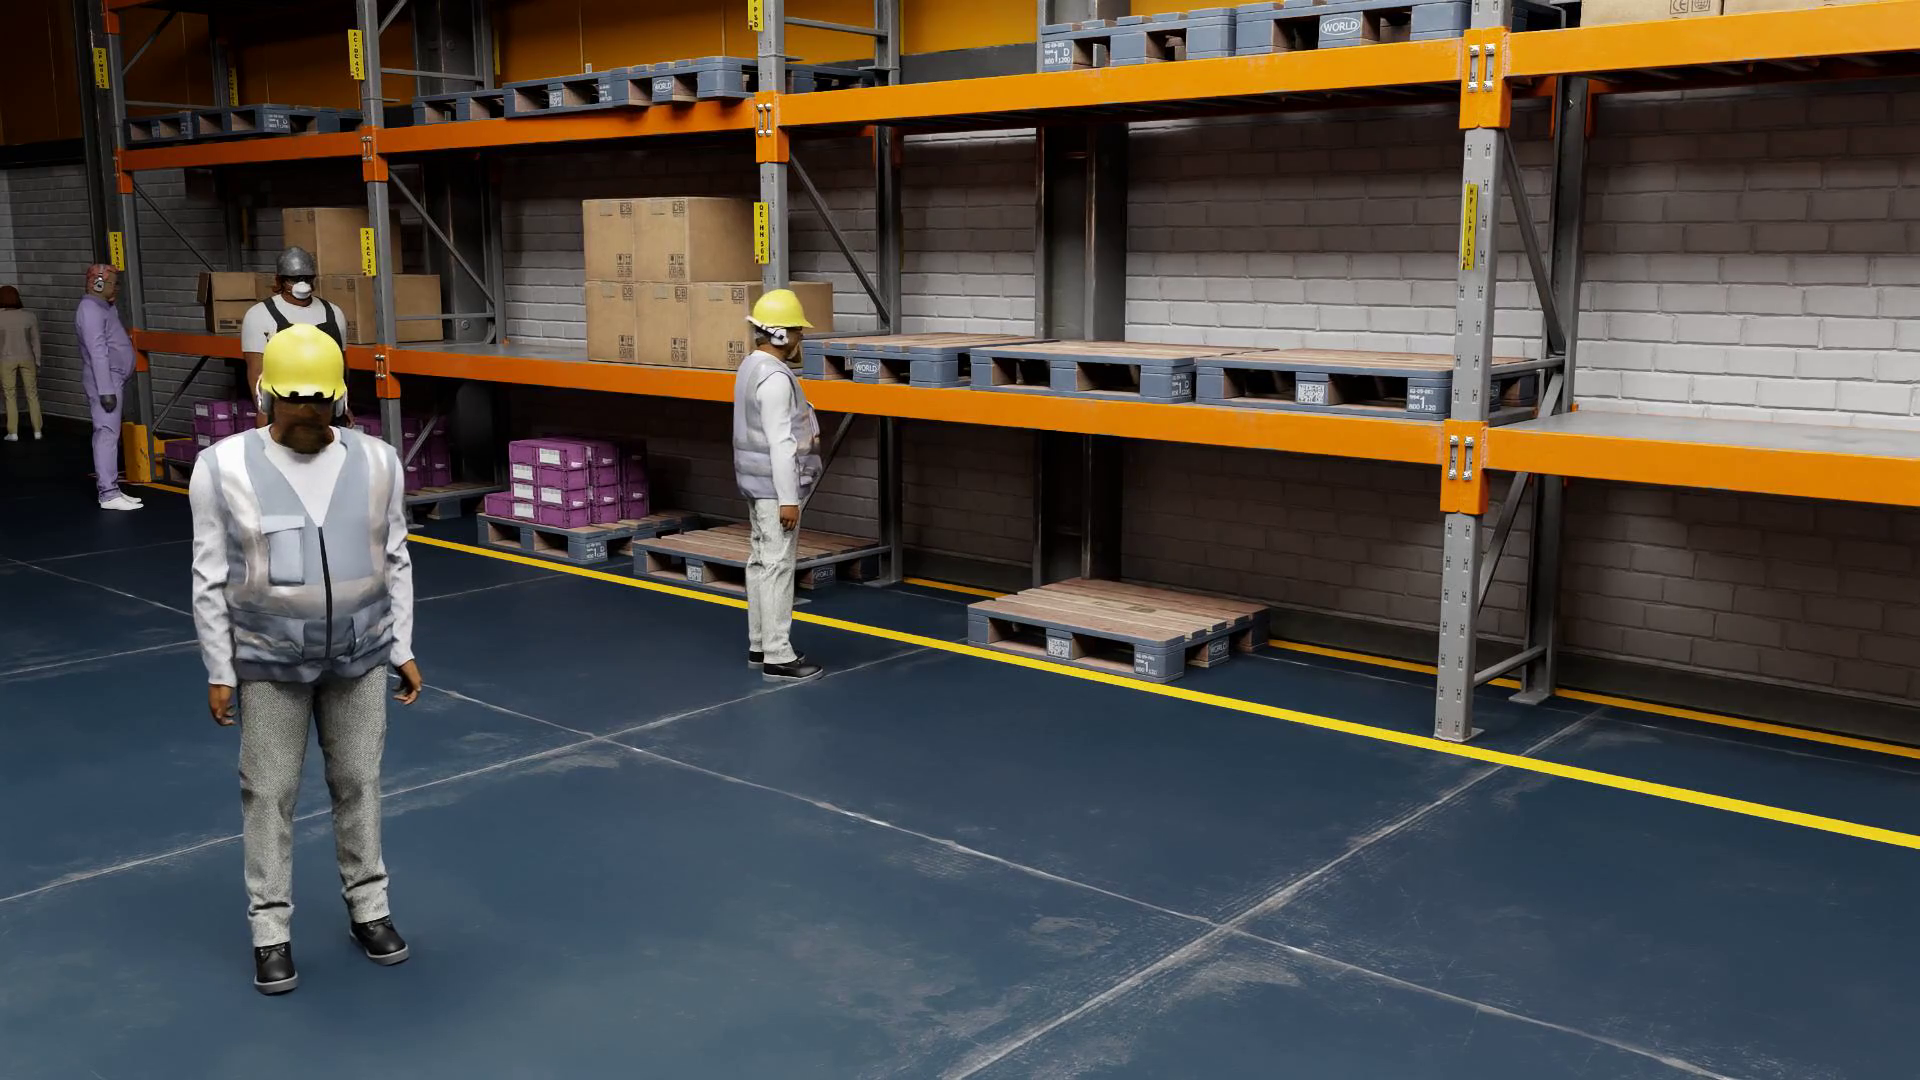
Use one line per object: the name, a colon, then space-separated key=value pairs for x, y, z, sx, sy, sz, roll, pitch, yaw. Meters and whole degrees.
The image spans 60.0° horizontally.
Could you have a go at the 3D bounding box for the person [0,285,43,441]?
person: x=-9.946 y=-1.859 z=17.525 sx=0.499 sy=1.634 sz=0.288 roll=-9 pitch=13 yaw=-41

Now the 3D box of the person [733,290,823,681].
person: x=-0.853 y=-0.255 z=7.832 sx=0.404 sy=1.828 sz=0.603 roll=-3 pitch=11 yaw=-19

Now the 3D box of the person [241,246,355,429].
person: x=-4.264 y=-0.894 z=10.870 sx=0.539 sy=2.000 sz=0.688 roll=9 pitch=14 yaw=43

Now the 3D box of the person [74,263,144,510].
person: x=-6.609 y=-1.185 z=12.923 sx=0.407 sy=1.905 sz=0.638 roll=-5 pitch=11 yaw=-26

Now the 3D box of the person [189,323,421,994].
person: x=-1.785 y=0.318 z=4.596 sx=0.586 sy=1.822 sz=0.403 roll=-7 pitch=12 yaw=-35
